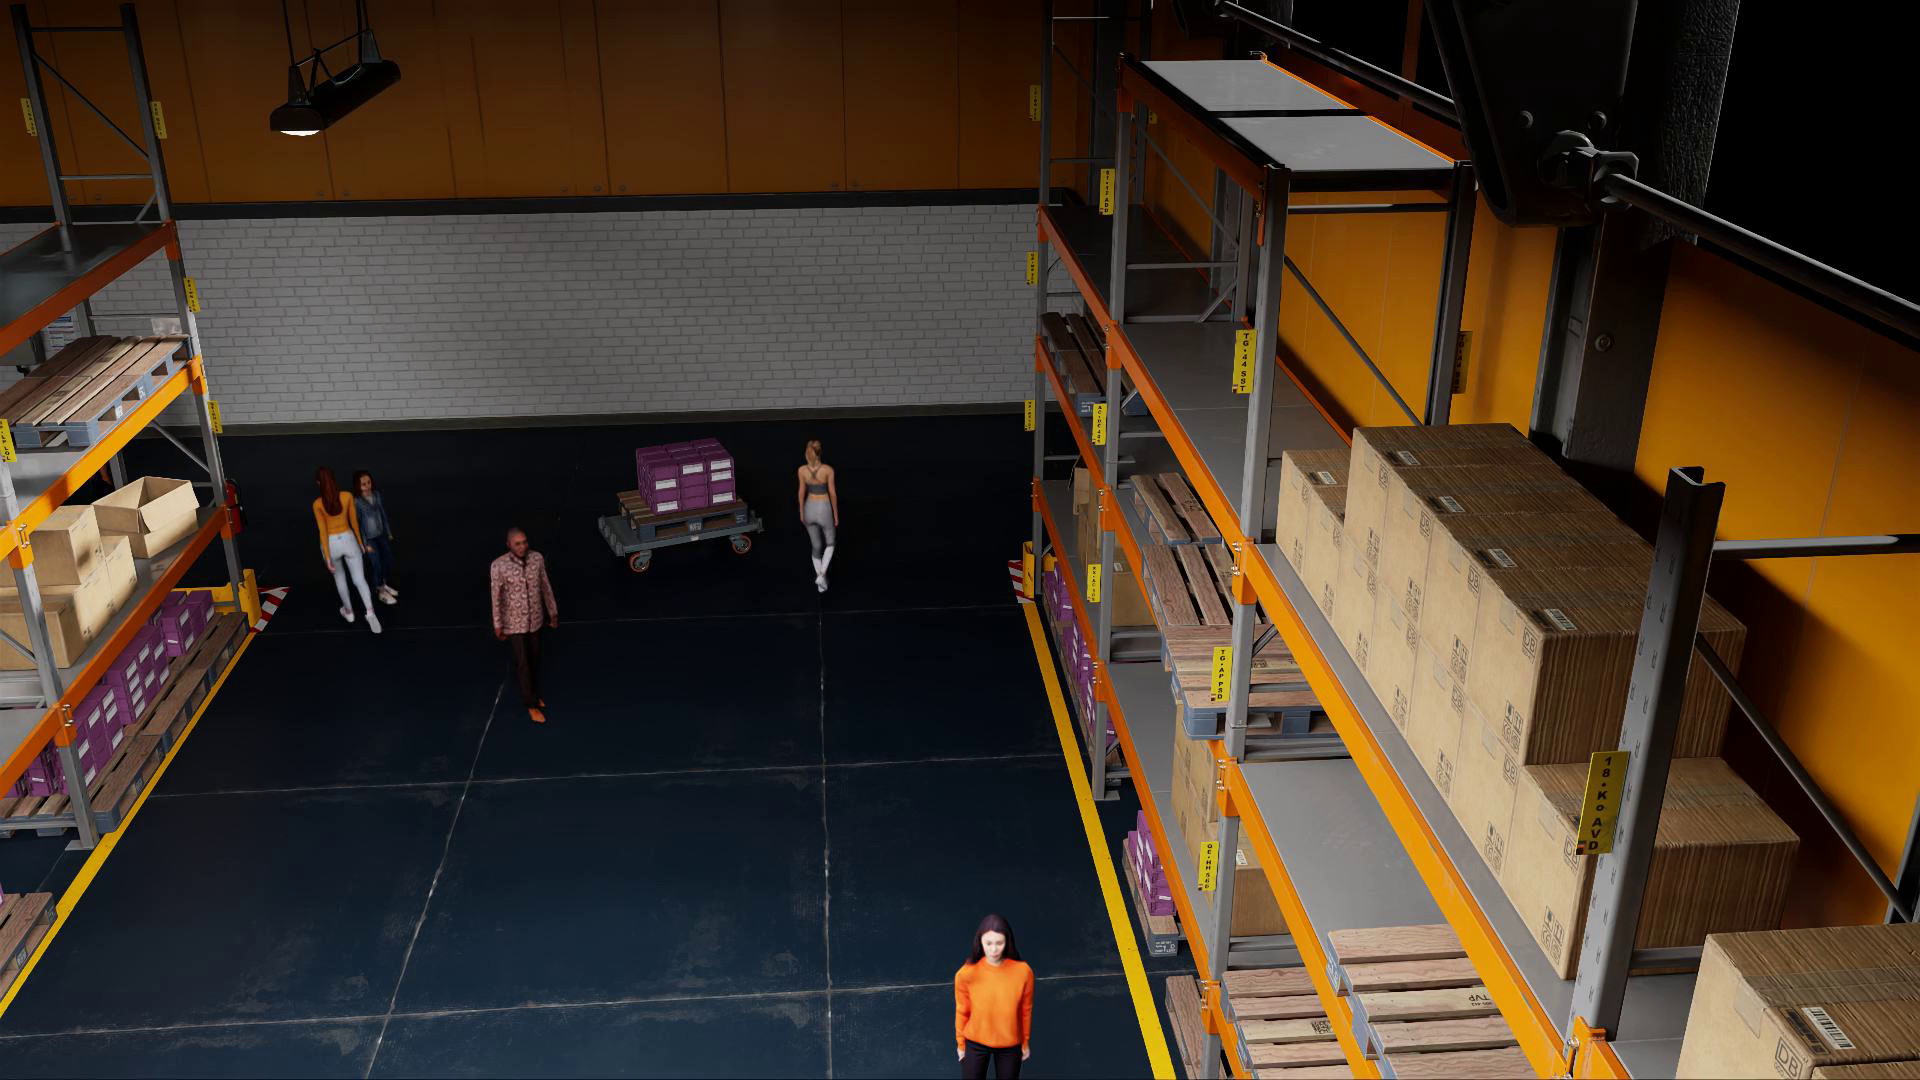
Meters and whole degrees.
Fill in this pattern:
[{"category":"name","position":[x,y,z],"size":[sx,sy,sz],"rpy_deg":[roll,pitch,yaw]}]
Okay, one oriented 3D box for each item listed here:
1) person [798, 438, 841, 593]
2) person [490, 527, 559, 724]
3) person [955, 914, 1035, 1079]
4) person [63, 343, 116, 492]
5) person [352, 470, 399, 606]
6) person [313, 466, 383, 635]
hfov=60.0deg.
[{"category":"person","position":[-1.471,-0.218,17.138],"size":[0.672,1.698,0.781],"rpy_deg":[4,24,8]},{"category":"person","position":[-3.965,0.691,14.946],"size":[0.979,1.788,1.051],"rpy_deg":[-21,31,-40]},{"category":"person","position":[0.189,2.956,9.814],"size":[0.609,1.749,0.538],"rpy_deg":[-2,24,-4]},{"category":"person","position":[-10.406,-1.465,19.821],"size":[0.659,1.834,0.649],"rpy_deg":[7,25,16]},{"category":"person","position":[-6.060,-0.031,16.998],"size":[0.744,1.468,0.633],"rpy_deg":[9,25,20]},{"category":"person","position":[-6.027,0.138,16.304],"size":[0.975,1.714,1.227],"rpy_deg":[-15,28,-31]}]
